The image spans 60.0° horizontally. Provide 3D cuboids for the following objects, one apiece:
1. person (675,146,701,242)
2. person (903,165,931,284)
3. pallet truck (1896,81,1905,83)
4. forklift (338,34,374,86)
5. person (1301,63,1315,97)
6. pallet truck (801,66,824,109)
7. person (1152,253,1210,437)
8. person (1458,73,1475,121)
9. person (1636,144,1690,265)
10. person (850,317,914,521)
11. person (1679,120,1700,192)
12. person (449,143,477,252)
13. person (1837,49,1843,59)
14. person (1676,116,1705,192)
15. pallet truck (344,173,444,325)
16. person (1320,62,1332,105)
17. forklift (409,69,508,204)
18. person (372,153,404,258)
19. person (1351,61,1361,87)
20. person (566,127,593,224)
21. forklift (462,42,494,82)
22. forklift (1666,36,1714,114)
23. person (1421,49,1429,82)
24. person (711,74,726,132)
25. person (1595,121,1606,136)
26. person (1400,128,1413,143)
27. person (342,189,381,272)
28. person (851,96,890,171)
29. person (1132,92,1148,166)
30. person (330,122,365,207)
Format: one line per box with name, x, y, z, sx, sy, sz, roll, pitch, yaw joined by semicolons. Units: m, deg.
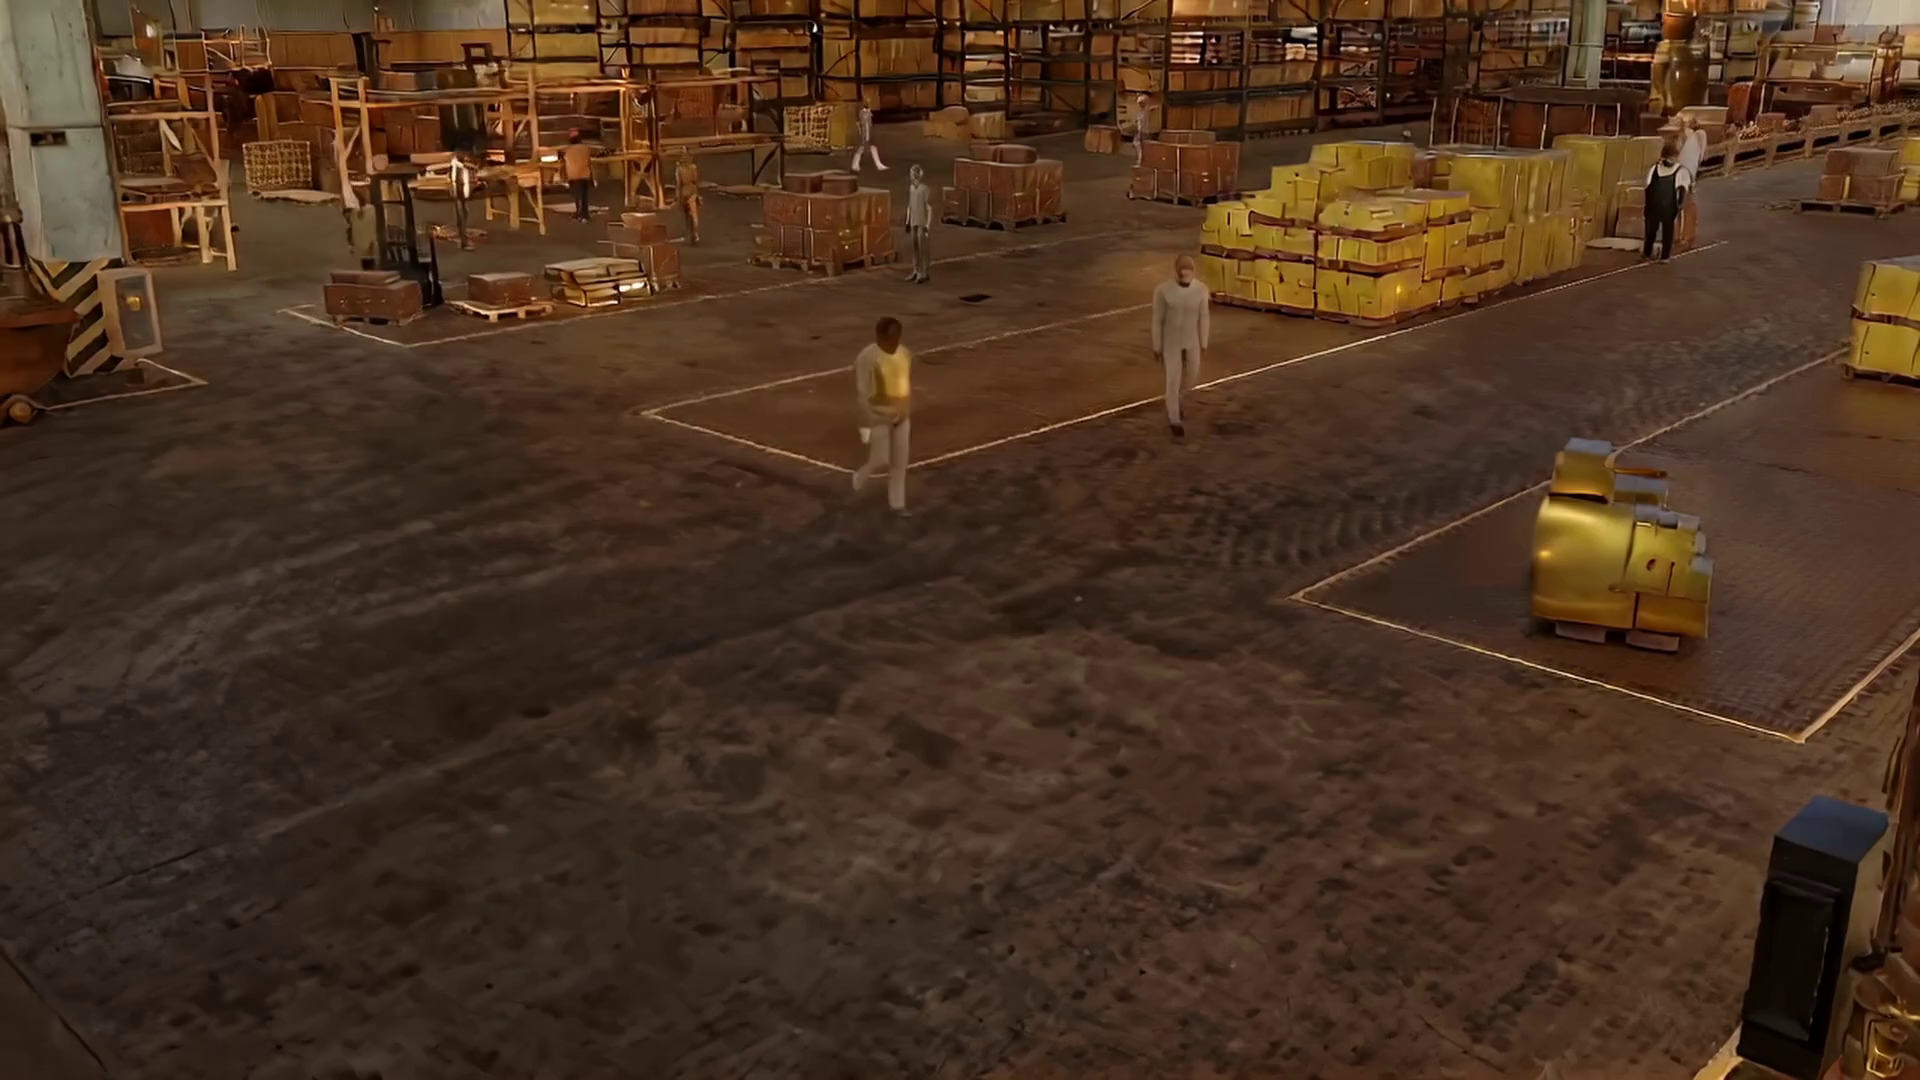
person;-5.076;-6.423;30.913;0.494;1.741;0.308;-15;24;-39
person;-0.676;-5.033;26.534;0.315;1.864;0.526;-16;24;-40
pallet truck;34.802;-16.331;61.455;0.653;1.274;1.630;17;25;41
forklift;-23.320;-18.344;65.050;1.129;2.768;1.873;17;25;41
person;15.141;-20.168;72.092;0.959;1.901;0.546;-5;19;-14
pallet truck;-4.812;-15.182;56.903;0.823;1.965;1.885;-9;21;-26
person;2.302;-2.087;17.570;0.636;1.921;0.661;-4;19;-13
person;18.017;-15.775;59.186;0.563;1.664;0.587;4;19;13
person;11.948;-5.708;28.292;0.536;2.000;0.684;-16;24;-40
person;-0.694;-1.080;14.687;0.636;1.823;0.578;-16;24;-40
person;14.774;-7.518;33.816;0.379;1.996;0.610;6;19;18
person;-8.910;-6.110;29.693;0.396;1.919;0.590;-5;19;-14
person;41.277;-22.274;78.296;0.416;1.985;0.611;16;24;40
person;16.549;-8.709;37.726;0.604;1.796;0.910;17;25;41
pallet truck;-8.209;-4.181;23.757;0.823;1.965;1.885;3;19;9
person;14.809;-18.669;67.519;0.664;1.916;0.665;-5;19;-15
forklift;-11.111;-8.910;36.625;1.129;2.768;1.873;17;25;41
person;-10.082;-5.823;28.973;0.585;1.827;0.524;0;18;1
person;17.982;-21.114;75.352;0.540;1.614;0.674;16;24;40
person;-7.559;-7.238;33.095;0.616;1.914;0.427;-15;24;-38
forklift;-15.832;-14.974;54.895;1.873;2.768;1.129;16;24;41
forklift;27.341;-17.291;61.877;1.129;2.768;1.873;17;25;41
person;22.252;-22.658;79.770;0.922;1.787;0.597;-16;24;-39
person;-7.951;-14.320;54.547;0.540;1.838;0.709;4;19;11
person;14.397;-8.570;37.473;0.430;1.680;0.546;16;24;40
person;9.379;-7.753;34.911;0.800;1.733;0.547;-4;19;-13
person;-9.083;-4.538;25.370;0.557;1.645;0.592;-2;19;-7
person;-2.353;-10.469;42.845;1.025;1.898;0.707;-6;19;-18
person;4.751;-10.835;43.897;0.360;1.939;0.543;7;20;20
person;-12.484;-7.547;34.004;0.652;1.928;0.435;3;19;9
